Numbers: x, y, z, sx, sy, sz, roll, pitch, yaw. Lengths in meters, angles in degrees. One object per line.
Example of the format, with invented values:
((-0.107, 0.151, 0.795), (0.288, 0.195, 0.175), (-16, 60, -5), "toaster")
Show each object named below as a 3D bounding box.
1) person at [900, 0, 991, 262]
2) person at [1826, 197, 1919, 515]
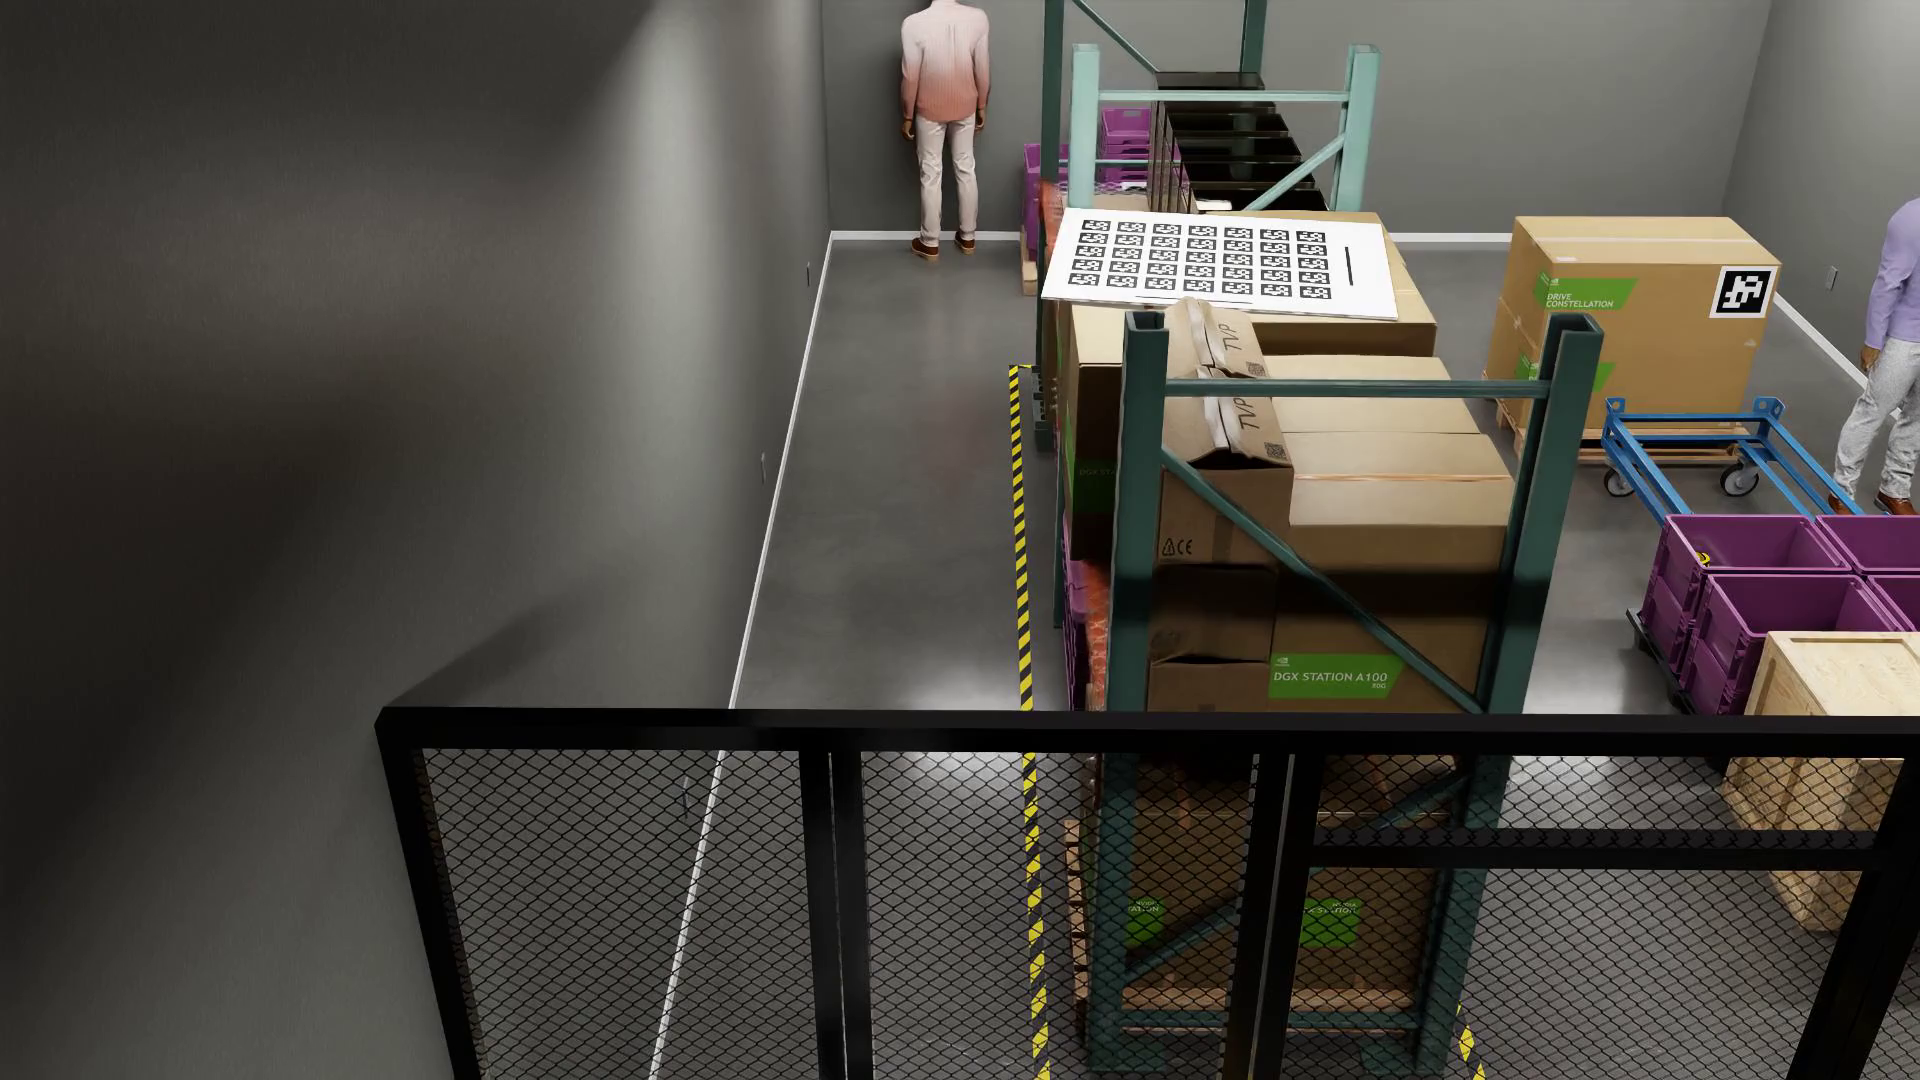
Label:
((-0.102, -2.815, 10.837), (0.622, 1.994, 0.381), (-13, 33, -20), "person")
((4.531, -0.945, 7.784), (0.631, 1.940, 0.372), (-1, 31, -2), "person")
